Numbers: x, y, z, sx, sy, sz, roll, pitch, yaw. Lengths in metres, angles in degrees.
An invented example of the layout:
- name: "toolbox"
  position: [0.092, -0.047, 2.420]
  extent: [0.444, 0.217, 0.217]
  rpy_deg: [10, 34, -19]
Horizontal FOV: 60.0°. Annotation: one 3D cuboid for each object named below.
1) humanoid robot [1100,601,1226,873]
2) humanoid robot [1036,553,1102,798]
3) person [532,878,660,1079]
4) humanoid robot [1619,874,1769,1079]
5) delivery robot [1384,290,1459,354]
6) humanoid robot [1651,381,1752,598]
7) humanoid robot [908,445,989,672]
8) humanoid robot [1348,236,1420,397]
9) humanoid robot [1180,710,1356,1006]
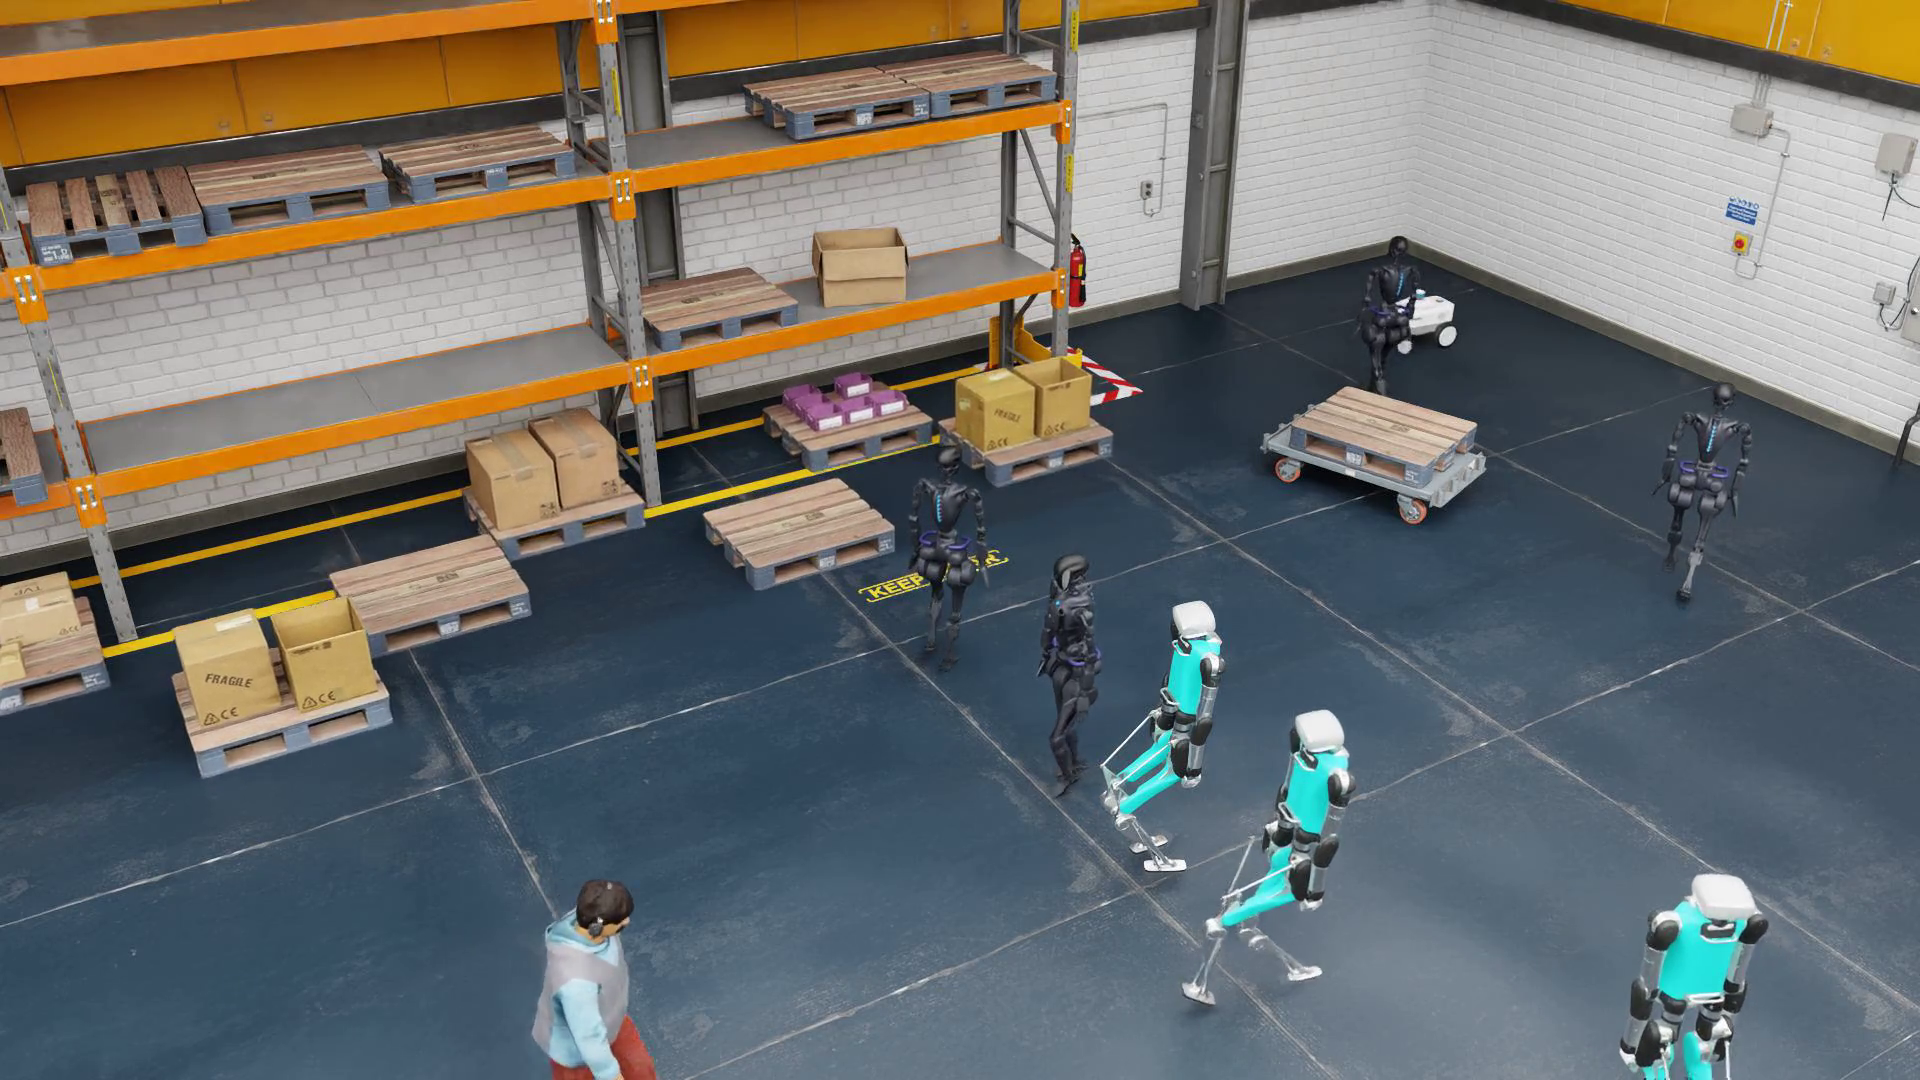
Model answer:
- name: "humanoid robot"
  position: [1.062, 1.138, 9.332]
  extent: [0.735, 1.677, 0.533]
  rpy_deg: [-8, 30, -14]
- name: "humanoid robot"
  position: [0.665, 0.798, 10.130]
  extent: [0.395, 1.643, 0.610]
  rpy_deg: [-13, 32, -22]
- name: "person"
  position: [-1.582, 2.210, 7.488]
  extent: [1.010, 1.814, 0.568]
  rpy_deg: [3, 30, 5]
- name: "humanoid robot"
  position: [3.280, 2.404, 7.281]
  extent: [0.557, 1.828, 0.884]
  rpy_deg: [-4, 30, -7]
- name: "delivery robot"
  position: [4.566, -2.198, 16.566]
  extent: [0.754, 0.587, 0.524]
  rpy_deg: [-11, 31, -19]
- name: "humanoid robot"
  position: [5.443, -0.381, 12.266]
  extent: [0.601, 1.640, 0.750]
  rpy_deg: [13, 32, 22]
- name: "humanoid robot"
  position: [-0.086, 0.117, 11.336]
  extent: [0.613, 1.643, 0.370]
  rpy_deg: [11, 31, 19]
- name: "humanoid robot"
  position: [3.847, -1.952, 15.062]
  extent: [0.608, 1.636, 0.776]
  rpy_deg: [-8, 31, -15]
- name: "humanoid robot"
  position: [1.476, 1.704, 8.519]
  extent: [1.012, 1.779, 0.530]
  rpy_deg: [-8, 30, -14]
